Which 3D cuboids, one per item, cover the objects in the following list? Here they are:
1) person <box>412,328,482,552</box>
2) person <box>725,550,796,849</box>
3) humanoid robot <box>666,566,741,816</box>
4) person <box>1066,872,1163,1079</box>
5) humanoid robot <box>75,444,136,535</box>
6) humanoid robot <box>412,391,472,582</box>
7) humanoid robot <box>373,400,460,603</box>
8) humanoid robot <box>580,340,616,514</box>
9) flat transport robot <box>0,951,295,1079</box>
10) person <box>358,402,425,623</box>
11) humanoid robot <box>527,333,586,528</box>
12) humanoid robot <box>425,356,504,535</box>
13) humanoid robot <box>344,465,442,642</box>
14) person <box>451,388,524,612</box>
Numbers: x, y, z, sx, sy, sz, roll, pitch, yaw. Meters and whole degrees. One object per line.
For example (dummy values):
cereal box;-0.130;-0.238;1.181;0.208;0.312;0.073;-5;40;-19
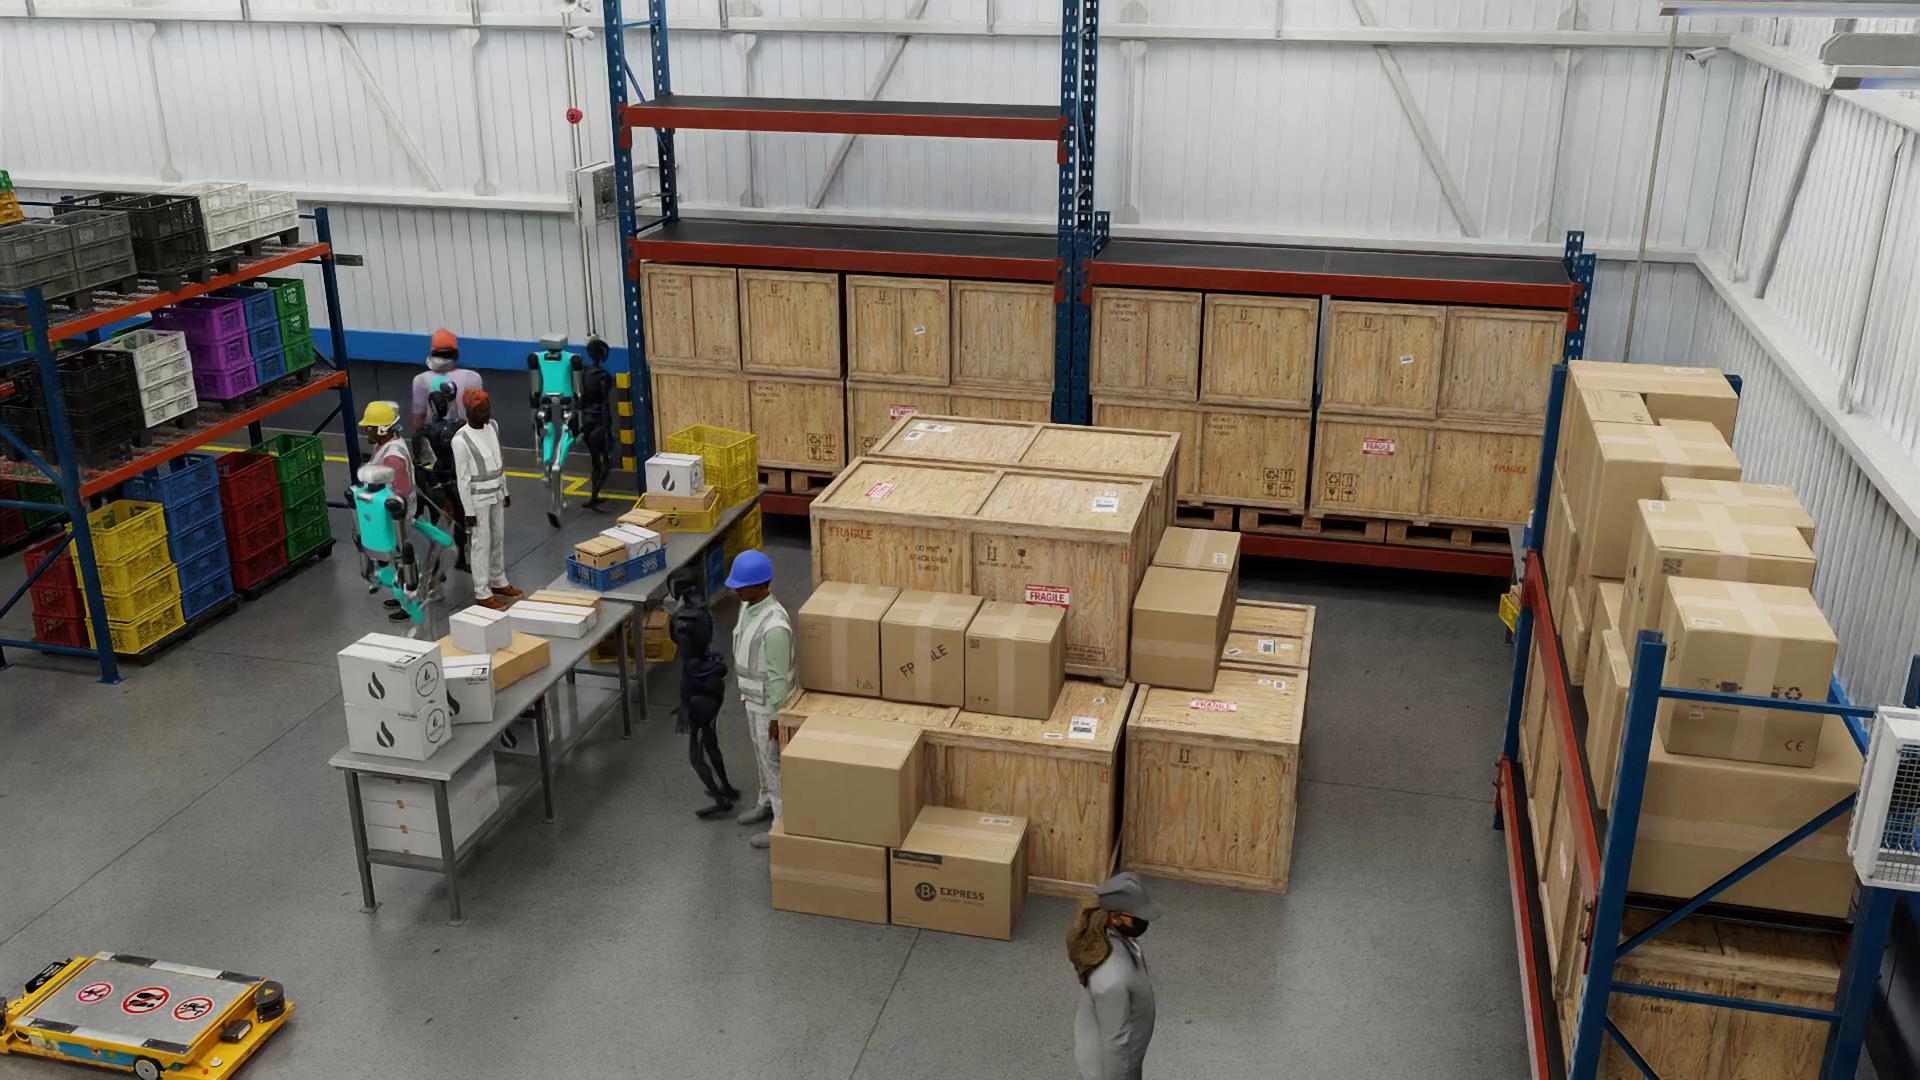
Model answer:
person;-4.582;-0.902;15.004;0.620;1.999;1.012;-8;22;-20
person;-1.206;0.961;10.200;0.413;1.939;0.609;-8;22;-20
humanoid robot;-1.637;0.943;10.611;0.393;1.632;0.593;2;21;4
person;0.643;2.207;7.168;0.396;1.766;0.572;1;21;1
humanoid robot;-7.541;-0.550;14.524;0.609;1.631;0.493;5;21;12
humanoid robot;-4.415;-0.483;14.315;0.599;1.657;0.315;-18;27;-38
humanoid robot;-4.466;-0.331;13.807;0.685;1.760;0.540;-13;24;-30
humanoid robot;-3.533;-1.093;15.942;0.478;1.645;0.612;-13;24;-30
flat transport robot;-4.270;2.464;8.601;1.431;0.231;0.659;5;22;13
person;-4.599;-0.236;13.471;0.404;1.830;0.600;-9;23;-22
humanoid robot;-3.853;-0.994;15.625;0.538;1.768;0.966;1;21;4
humanoid robot;-4.450;-0.898;15.151;0.735;1.677;0.533;-17;27;-37
humanoid robot;-4.145;0.212;12.489;0.554;1.747;1.046;10;23;24
person;-3.900;-0.335;13.674;0.360;1.880;0.564;6;22;15
